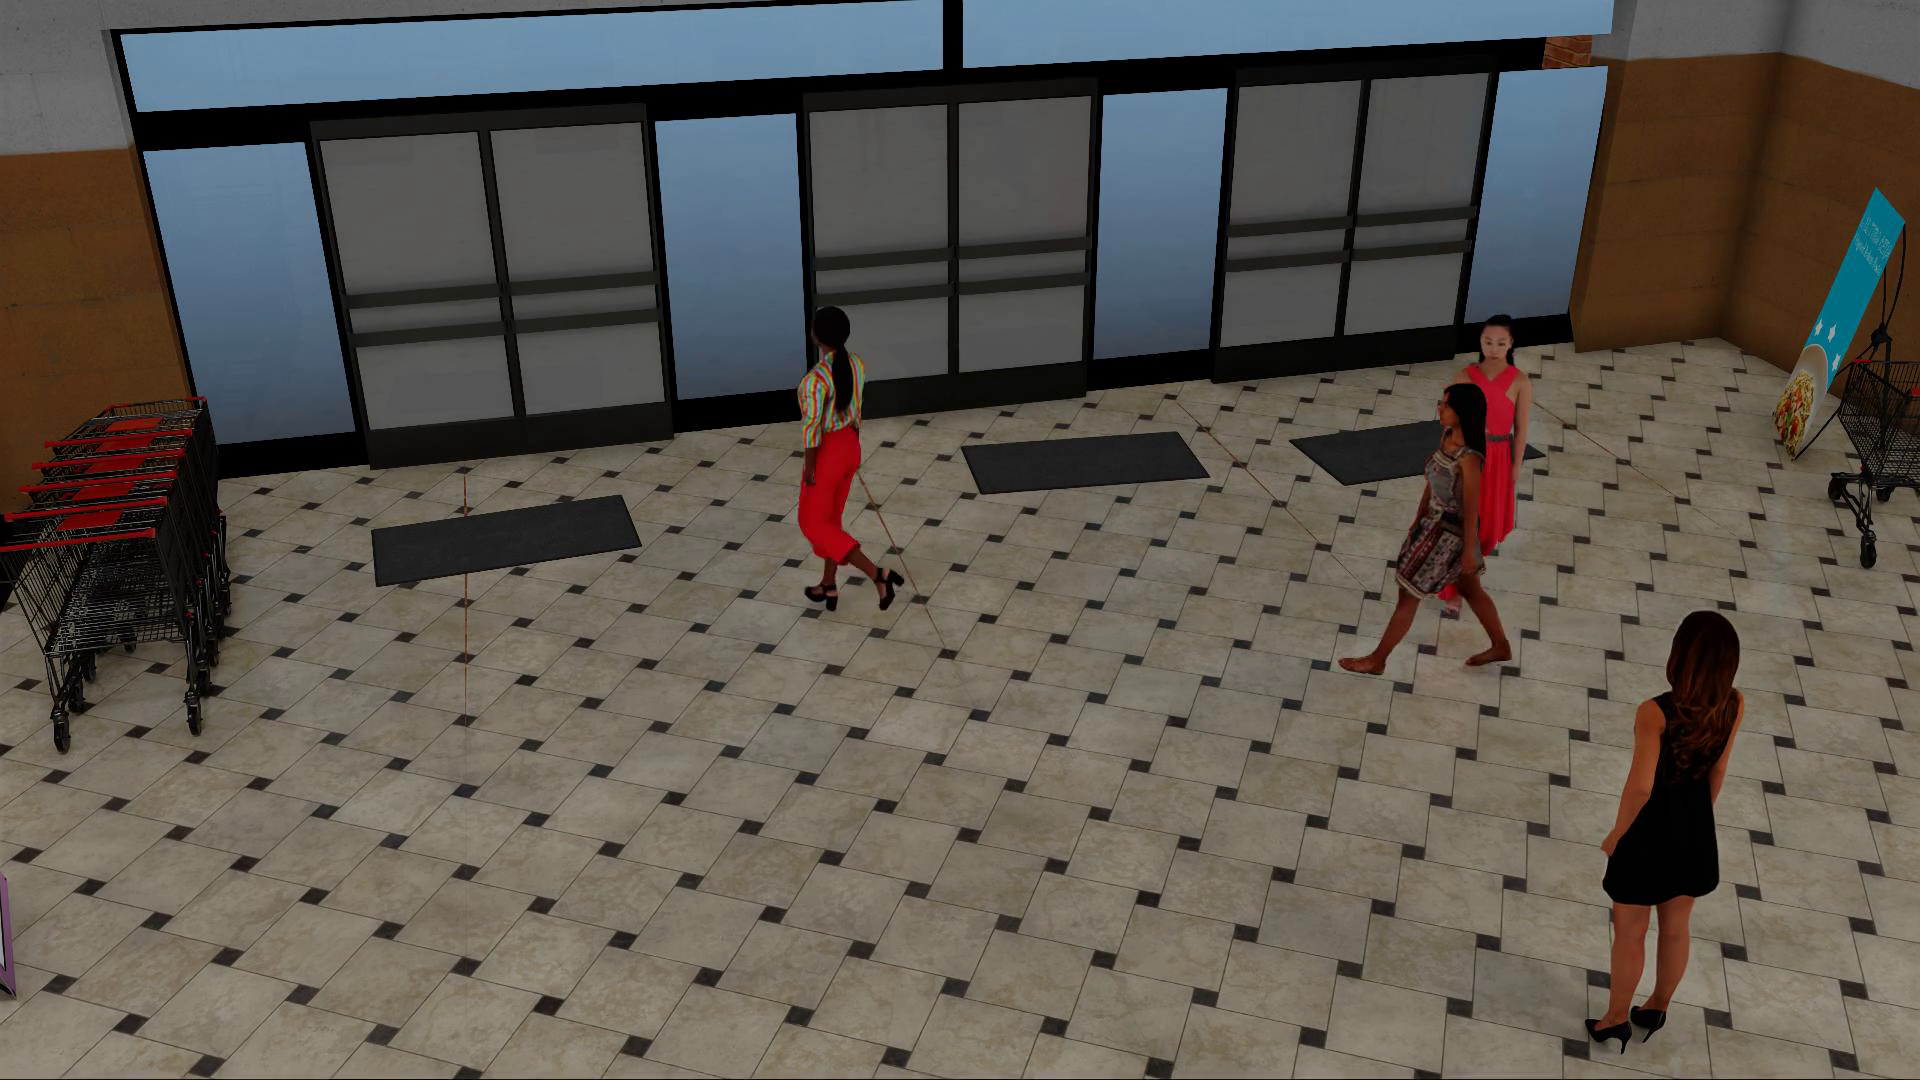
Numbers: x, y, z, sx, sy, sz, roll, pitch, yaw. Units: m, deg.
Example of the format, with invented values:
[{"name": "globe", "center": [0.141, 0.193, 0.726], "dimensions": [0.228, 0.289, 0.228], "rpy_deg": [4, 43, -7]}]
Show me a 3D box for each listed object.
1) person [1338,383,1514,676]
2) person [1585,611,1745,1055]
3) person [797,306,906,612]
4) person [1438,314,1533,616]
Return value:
[{"name": "person", "center": [2.542, -0.003, 8.347], "dimensions": [0.921, 1.597, 1.138], "rpy_deg": [1, 27, 2]}, {"name": "person", "center": [2.519, 1.075, 5.960], "dimensions": [0.581, 1.834, 0.517], "rpy_deg": [-6, 28, -12]}, {"name": "person", "center": [-0.620, -0.357, 8.848], "dimensions": [1.023, 1.776, 0.923], "rpy_deg": [18, 32, 32]}, {"name": "person", "center": [2.822, -0.425, 9.058], "dimensions": [0.846, 1.707, 0.963], "rpy_deg": [9, 28, 17]}]
